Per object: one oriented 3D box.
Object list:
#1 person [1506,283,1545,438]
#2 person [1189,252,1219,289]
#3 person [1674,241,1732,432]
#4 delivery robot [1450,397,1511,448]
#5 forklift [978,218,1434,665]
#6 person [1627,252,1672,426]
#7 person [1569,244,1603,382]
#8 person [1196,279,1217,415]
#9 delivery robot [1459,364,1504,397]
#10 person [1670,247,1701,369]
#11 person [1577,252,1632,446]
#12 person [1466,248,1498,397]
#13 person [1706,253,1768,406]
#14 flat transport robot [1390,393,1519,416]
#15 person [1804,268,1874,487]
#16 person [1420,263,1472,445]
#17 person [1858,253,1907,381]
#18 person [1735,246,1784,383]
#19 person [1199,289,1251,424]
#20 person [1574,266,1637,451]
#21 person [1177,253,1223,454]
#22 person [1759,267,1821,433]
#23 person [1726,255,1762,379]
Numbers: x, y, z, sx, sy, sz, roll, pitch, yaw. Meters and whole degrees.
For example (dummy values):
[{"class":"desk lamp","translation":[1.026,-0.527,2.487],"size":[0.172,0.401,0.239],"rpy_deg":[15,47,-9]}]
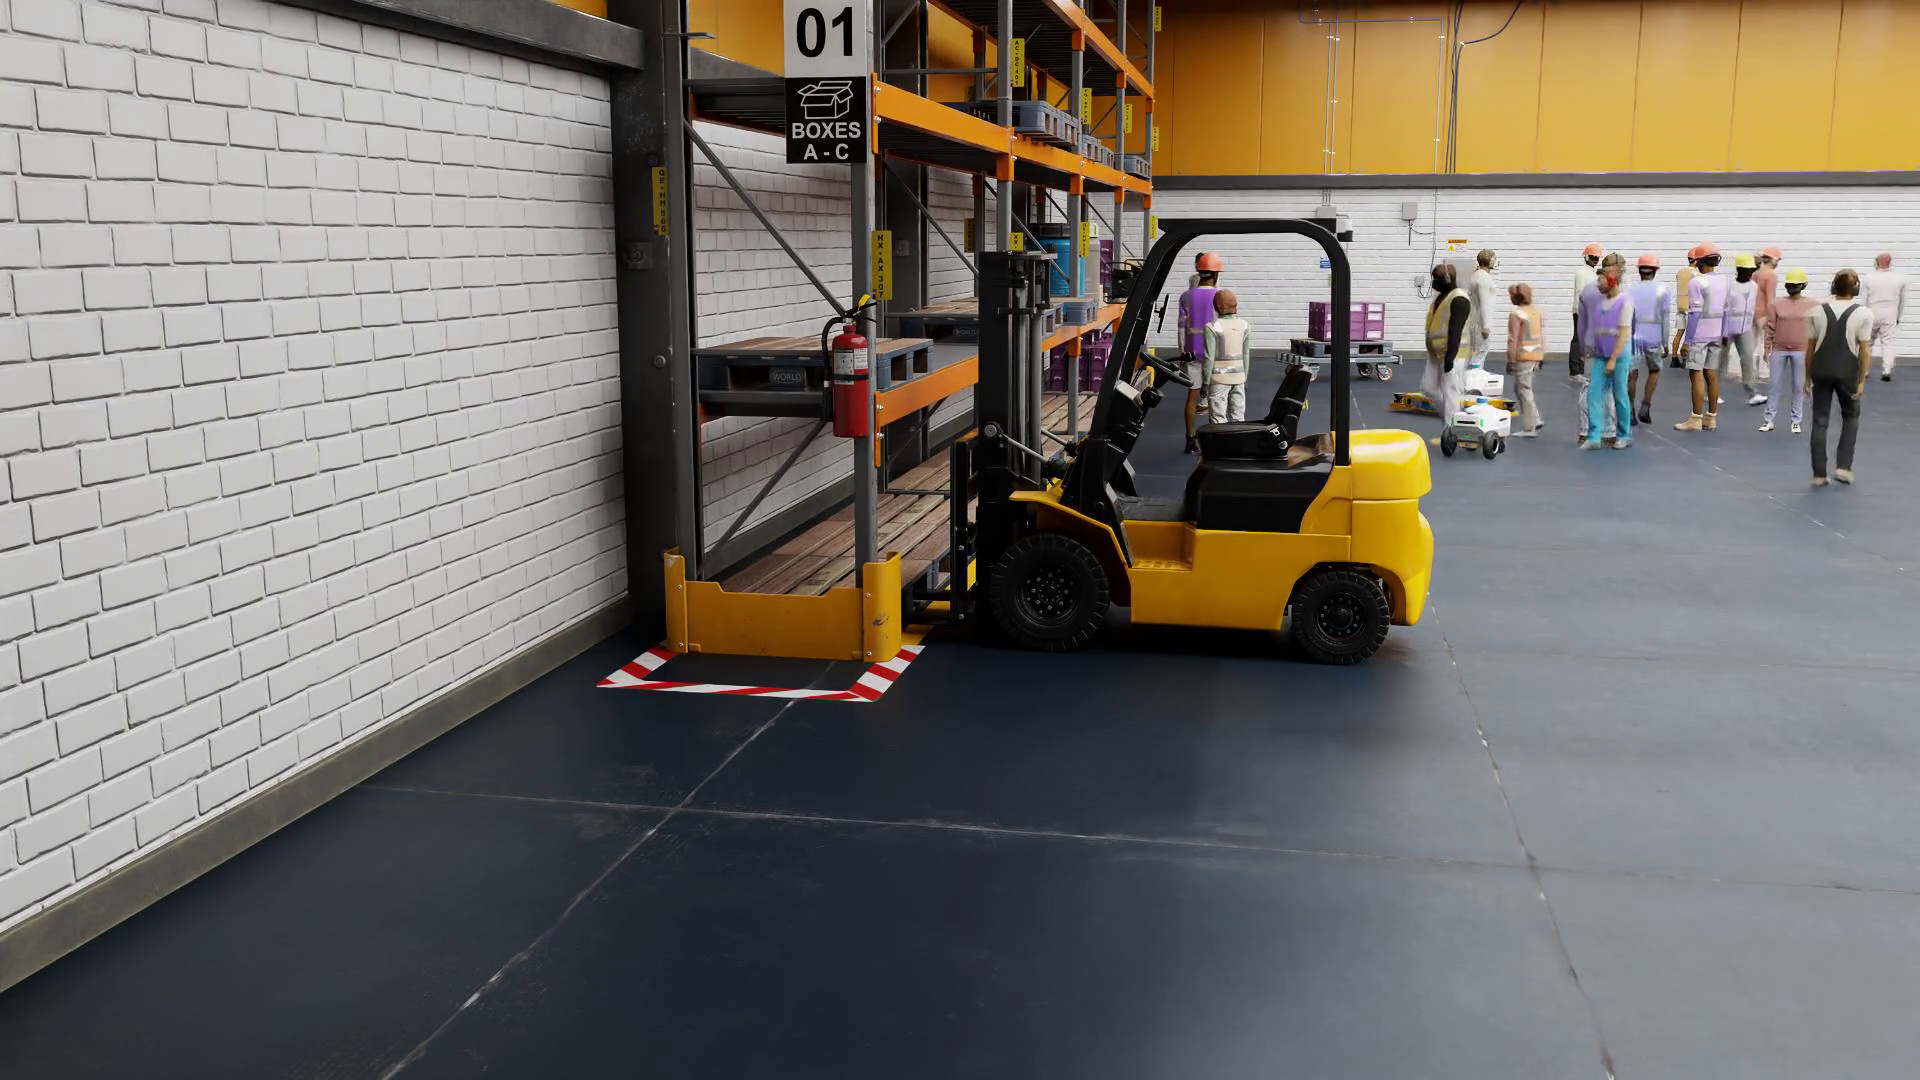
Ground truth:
[{"class":"person","translation":[5.902,-1.874,17.367],"size":[0.381,1.615,0.518],"rpy_deg":[10,14,44]},{"class":"person","translation":[3.513,-3.228,24.125],"size":[0.526,1.865,0.315],"rpy_deg":[8,13,36]},{"class":"person","translation":[7.974,-2.179,17.888],"size":[0.615,2.039,0.382],"rpy_deg":[-6,12,-30]},{"class":"delivery robot","translation":[4.996,-1.127,15.941],"size":[0.477,0.478,0.707],"rpy_deg":[9,13,39]},{"class":"forklift","translation":[1.285,-0.567,8.635],"size":[2.313,2.155,1.214],"rpy_deg":[2,11,11]},{"class":"person","translation":[7.545,-2.212,18.391],"size":[0.579,1.916,0.419],"rpy_deg":[6,12,30]},{"class":"person","translation":[9.083,-3.288,24.109],"size":[0.392,1.990,0.612],"rpy_deg":[9,13,39]},{"class":"person","translation":[2.894,-2.293,19.622],"size":[0.276,1.636,0.507],"rpy_deg":[-2,11,-13]},{"class":"delivery robot","translation":[6.246,-1.895,20.155],"size":[0.707,0.478,0.477],"rpy_deg":[-6,12,-30]},{"class":"person","translation":[11.614,-3.682,26.454],"size":[0.376,1.932,0.544],"rpy_deg":[-3,11,-17]},{"class":"person","translation":[6.473,-1.909,16.710],"size":[0.379,1.933,0.629],"rpy_deg":[-5,11,-25]},{"class":"person","translation":[6.736,-2.778,21.454],"size":[0.372,1.940,0.629],"rpy_deg":[1,10,6]},{"class":"person","translation":[9.672,-2.597,20.620],"size":[0.612,1.876,0.955],"rpy_deg":[-3,11,-16]},{"class":"flat transport robot","translation":[5.791,-1.593,19.531],"size":[0.652,0.197,1.431],"rpy_deg":[-5,12,-27]},{"class":"person","translation":[7.364,-1.355,13.972],"size":[0.512,1.826,0.578],"rpy_deg":[8,13,37]},{"class":"person","translation":[4.895,-1.860,16.733],"size":[0.433,1.823,0.648],"rpy_deg":[-2,11,-10]},{"class":"person","translation":[13.485,-3.263,24.370],"size":[0.637,1.858,1.032],"rpy_deg":[3,11,18]},{"class":"person","translation":[11.462,-3.209,23.791],"size":[0.562,1.967,0.639],"rpy_deg":[-1,10,-5]},{"class":"person","translation":[2.309,-1.357,14.492],"size":[0.521,1.636,0.311],"rpy_deg":[-6,12,-32]},{"class":"person","translation":[6.369,-1.760,16.325],"size":[0.743,1.824,0.560],"rpy_deg":[-5,11,-25]},{"class":"person","translation":[2.372,-1.789,16.036],"size":[0.548,1.937,0.379],"rpy_deg":[6,12,30]},{"class":"person","translation":[8.875,-2.021,17.782],"size":[0.529,1.765,0.327],"rpy_deg":[7,12,33]},{"class":"person","translation":[11.668,-3.271,24.489],"size":[0.613,1.817,0.767],"rpy_deg":[6,12,31]}]
